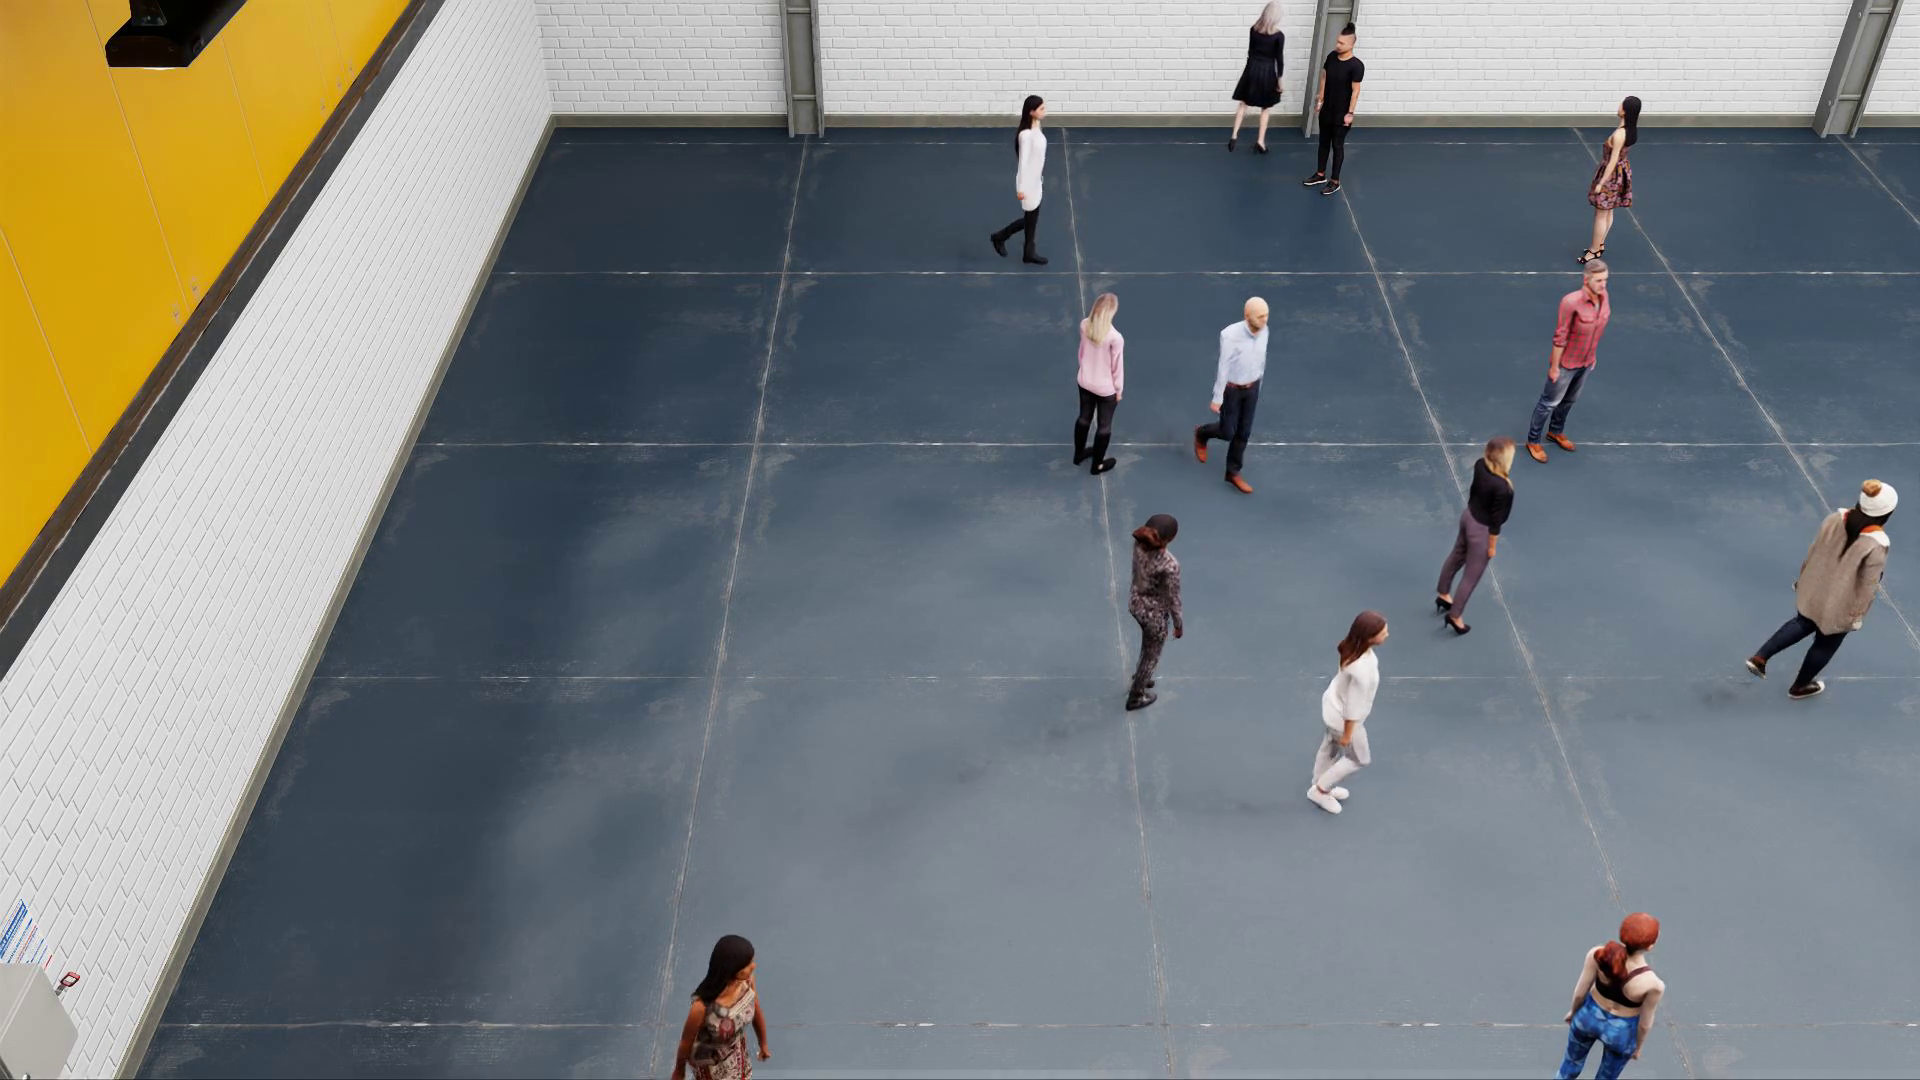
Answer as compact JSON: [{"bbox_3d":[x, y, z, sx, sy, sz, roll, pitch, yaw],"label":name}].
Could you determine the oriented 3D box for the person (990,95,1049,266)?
[{"bbox_3d":[0.605,-3.555,16.477,0.906,1.798,0.751,11,40,13],"label":"person"}]

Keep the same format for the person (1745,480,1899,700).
[{"bbox_3d":[5.953,0.374,11.493,0.958,1.878,0.837,-11,40,-13],"label":"person"}]

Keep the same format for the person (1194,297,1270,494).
[{"bbox_3d":[2.221,-1.238,13.593,0.988,1.777,0.976,-20,43,-23],"label":"person"}]

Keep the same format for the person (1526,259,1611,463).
[{"bbox_3d":[5.117,-1.530,13.915,0.685,1.831,0.820,-20,43,-23],"label":"person"}]

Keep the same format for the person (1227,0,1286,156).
[{"bbox_3d":[3.358,-5.128,18.495,0.830,1.737,0.919,23,44,27],"label":"person"}]

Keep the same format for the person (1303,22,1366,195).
[{"bbox_3d":[4.026,-4.629,17.760,0.787,1.874,0.775,-23,44,-26],"label":"person"}]

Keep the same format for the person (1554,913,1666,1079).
[{"bbox_3d":[3.399,2.597,8.782,0.684,1.787,0.751,28,46,30],"label":"person"}]

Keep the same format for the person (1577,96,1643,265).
[{"bbox_3d":[6.459,-3.572,16.517,0.849,1.775,0.802,25,45,28],"label":"person"}]

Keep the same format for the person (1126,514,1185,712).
[{"bbox_3d":[1.247,0.530,11.437,0.769,1.704,0.720,-21,43,-24],"label":"person"}]

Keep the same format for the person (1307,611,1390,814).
[{"bbox_3d":[2.418,1.101,10.743,0.567,1.679,0.602,-1,39,-1],"label":"person"}]

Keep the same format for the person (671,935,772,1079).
[{"bbox_3d":[-1.315,2.710,8.797,0.830,1.592,0.885,-31,48,-33],"label":"person"}]

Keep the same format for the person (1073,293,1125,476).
[{"bbox_3d":[1.131,-1.291,13.734,0.682,1.684,0.741,32,48,33],"label":"person"}]

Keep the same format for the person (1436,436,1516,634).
[{"bbox_3d":[3.778,-0.049,12.194,0.607,1.664,0.633,-5,39,-7],"label":"person"}]
